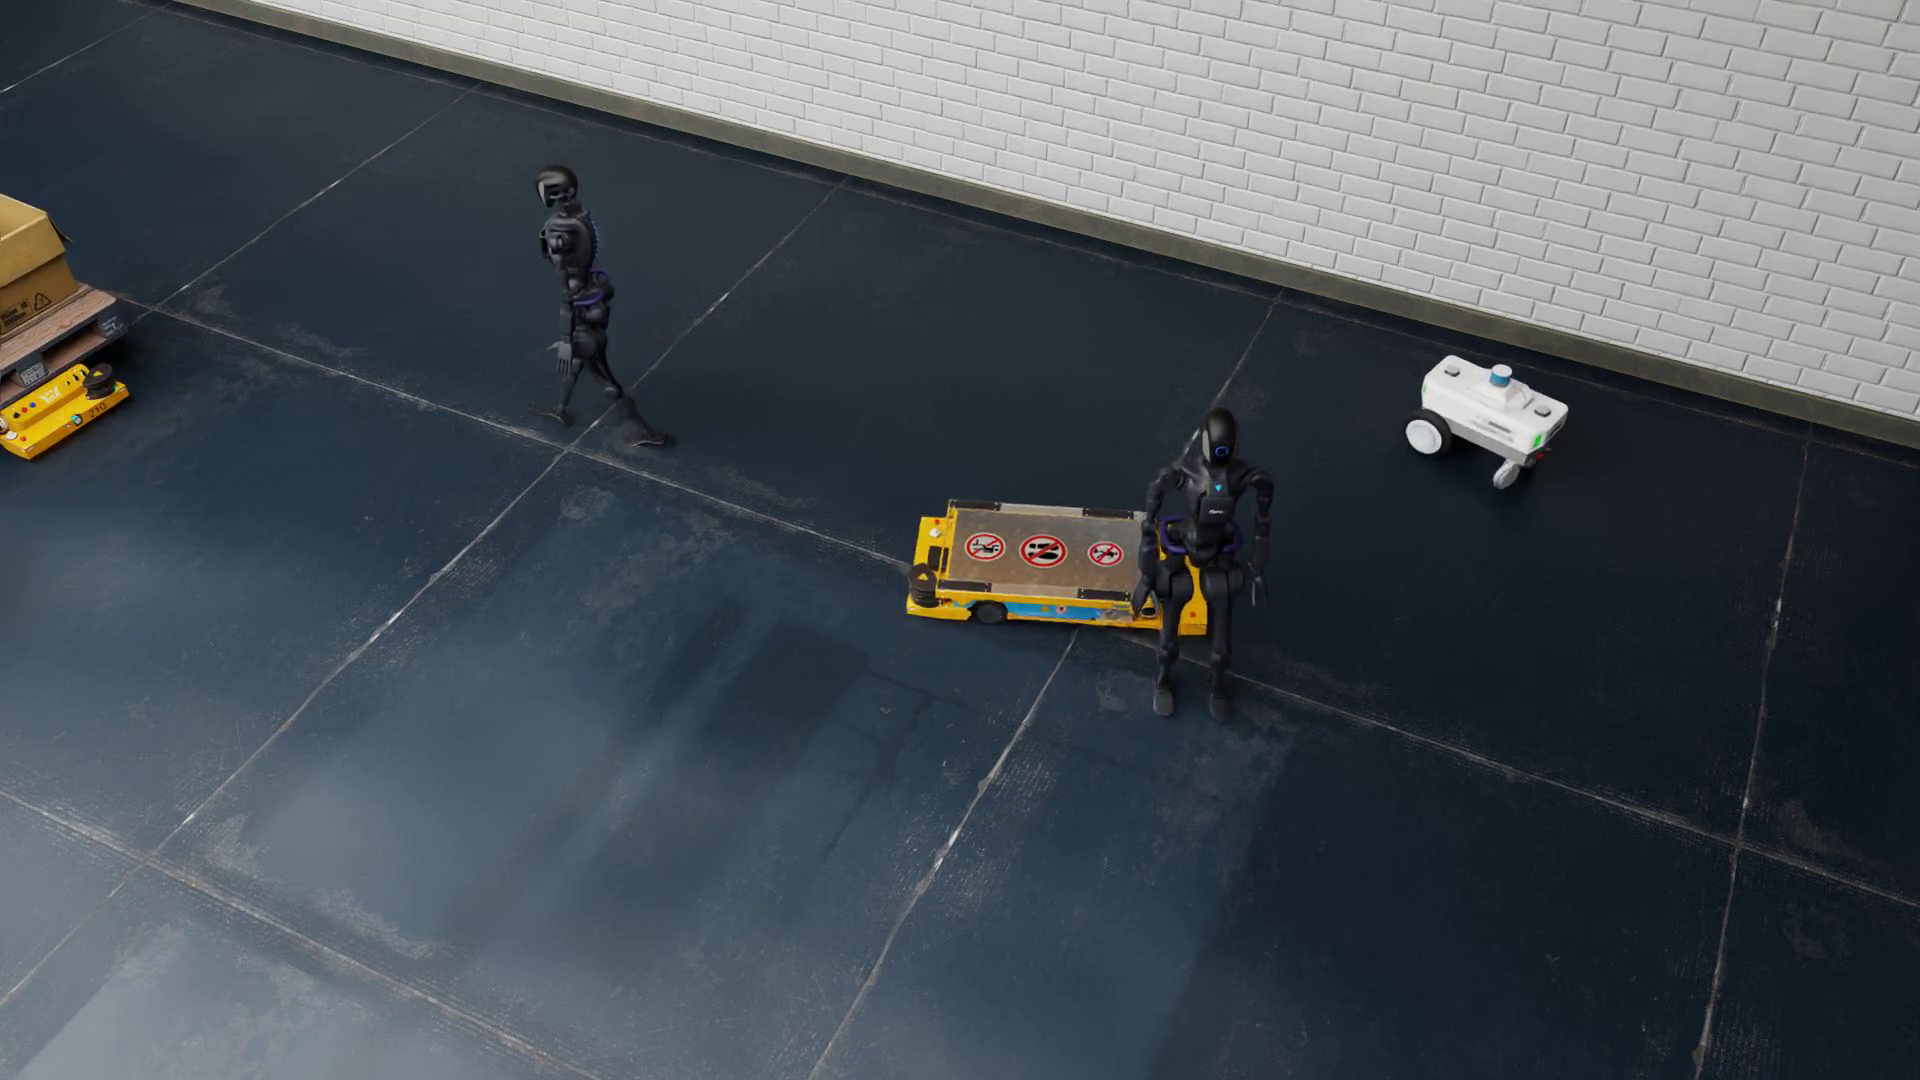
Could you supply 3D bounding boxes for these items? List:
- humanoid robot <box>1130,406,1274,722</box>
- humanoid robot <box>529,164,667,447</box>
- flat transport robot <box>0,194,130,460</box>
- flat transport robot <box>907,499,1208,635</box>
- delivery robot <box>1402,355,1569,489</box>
[{"bbox_3d":[1.034,0.124,7.082,0.603,1.655,0.323,-3,43,-3],"label":"humanoid robot"},{"bbox_3d":[-1.955,-1.159,8.511,0.781,1.628,0.615,1,43,1],"label":"humanoid robot"},{"bbox_3d":[-5.382,-0.917,9.245,1.431,0.231,0.659,22,47,22],"label":"flat transport robot"},{"bbox_3d":[0.486,0.132,8.113,1.431,0.231,0.659,4,43,4],"label":"flat transport robot"},{"bbox_3d":[2.765,-0.662,8.753,0.755,0.587,0.525,31,51,29],"label":"delivery robot"}]
